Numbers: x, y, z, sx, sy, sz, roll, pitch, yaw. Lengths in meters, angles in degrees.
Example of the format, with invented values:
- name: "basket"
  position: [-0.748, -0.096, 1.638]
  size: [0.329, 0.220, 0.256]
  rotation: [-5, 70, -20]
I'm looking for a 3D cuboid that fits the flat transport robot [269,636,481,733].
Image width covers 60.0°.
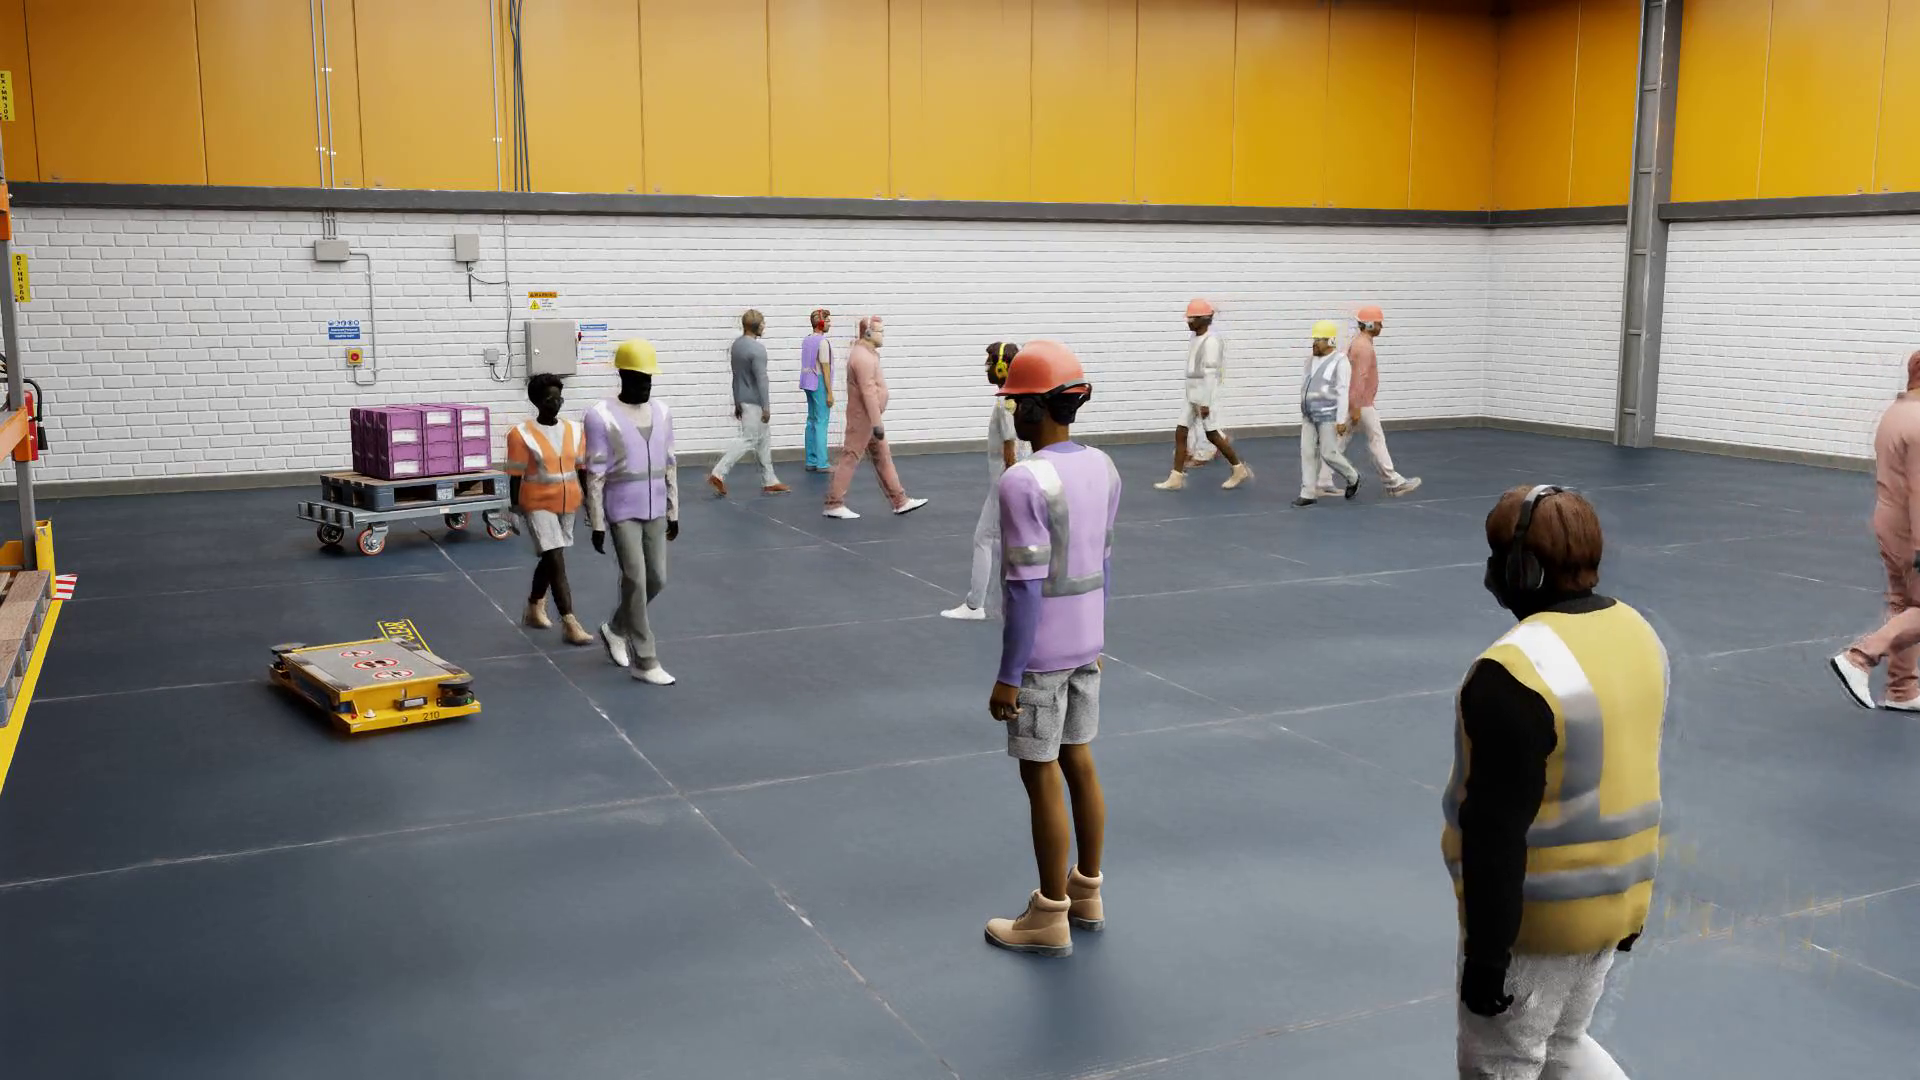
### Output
- name: "flat transport robot"
  position: [-3.100, 0.729, 8.738]
  size: [0.652, 0.197, 1.431]
  rotation: [-7, 11, -36]

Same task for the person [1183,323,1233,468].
- name: "person"
  position: [2.872, -1.786, 19.222]
  size: [0.574, 1.922, 0.637]
  rotation: [-2, 9, -12]

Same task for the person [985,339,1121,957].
- name: "person"
  position: [0.281, 0.358, 5.555]
  size: [0.387, 2.041, 0.615]
  rotation: [6, 11, 33]

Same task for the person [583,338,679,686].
- name: "person"
  position: [-1.836, -0.173, 9.271]
  size: [0.702, 1.912, 0.598]
  rotation: [8, 12, 40]

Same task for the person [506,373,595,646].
- name: "person"
  position: [-2.530, -0.210, 10.297]
  size: [0.857, 1.652, 0.540]
  rotation: [8, 12, 42]

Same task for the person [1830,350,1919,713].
- name: "person"
  position: [4.808, -0.033, 8.426]
  size: [0.513, 1.895, 0.663]
  rotation: [3, 10, 17]

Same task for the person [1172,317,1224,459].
- name: "person"
  position: [2.868, -1.877, 20.124]
  size: [0.704, 1.815, 0.650]
  rotation: [-3, 10, -17]

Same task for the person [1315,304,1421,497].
- name: "person"
  position: [4.089, -1.383, 16.674]
  size: [1.056, 1.930, 0.644]
  rotation: [0, 9, -1]

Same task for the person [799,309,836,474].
- name: "person"
  position: [-1.602, -1.671, 18.749]
  size: [0.389, 1.848, 0.563]
  rotation: [-5, 11, -30]

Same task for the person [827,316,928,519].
- name: "person"
  position: [-0.781, -1.114, 15.262]
  size: [0.974, 1.854, 0.677]
  rotation: [0, 9, 0]

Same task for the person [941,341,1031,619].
- name: "person"
  position: [0.361, -0.366, 10.709]
  size: [0.923, 1.842, 0.526]
  rotation: [3, 10, 19]

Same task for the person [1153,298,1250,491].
- name: "person"
  position: [2.555, -1.497, 17.201]
  size: [1.017, 2.007, 0.620]
  rotation: [-2, 9, -12]

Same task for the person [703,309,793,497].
- name: "person"
  position: [-2.153, -1.374, 16.746]
  size: [0.936, 1.908, 0.641]
  rotation: [-5, 10, -27]

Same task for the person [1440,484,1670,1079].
- name: "person"
  position: [1.311, 0.794, 3.542]
  size: [0.640, 1.823, 0.597]
  rotation: [-8, 12, -42]

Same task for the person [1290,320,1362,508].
- name: "person"
  position: [3.536, -1.211, 15.989]
  size: [0.699, 1.814, 0.590]
  rotation: [-5, 11, -30]
